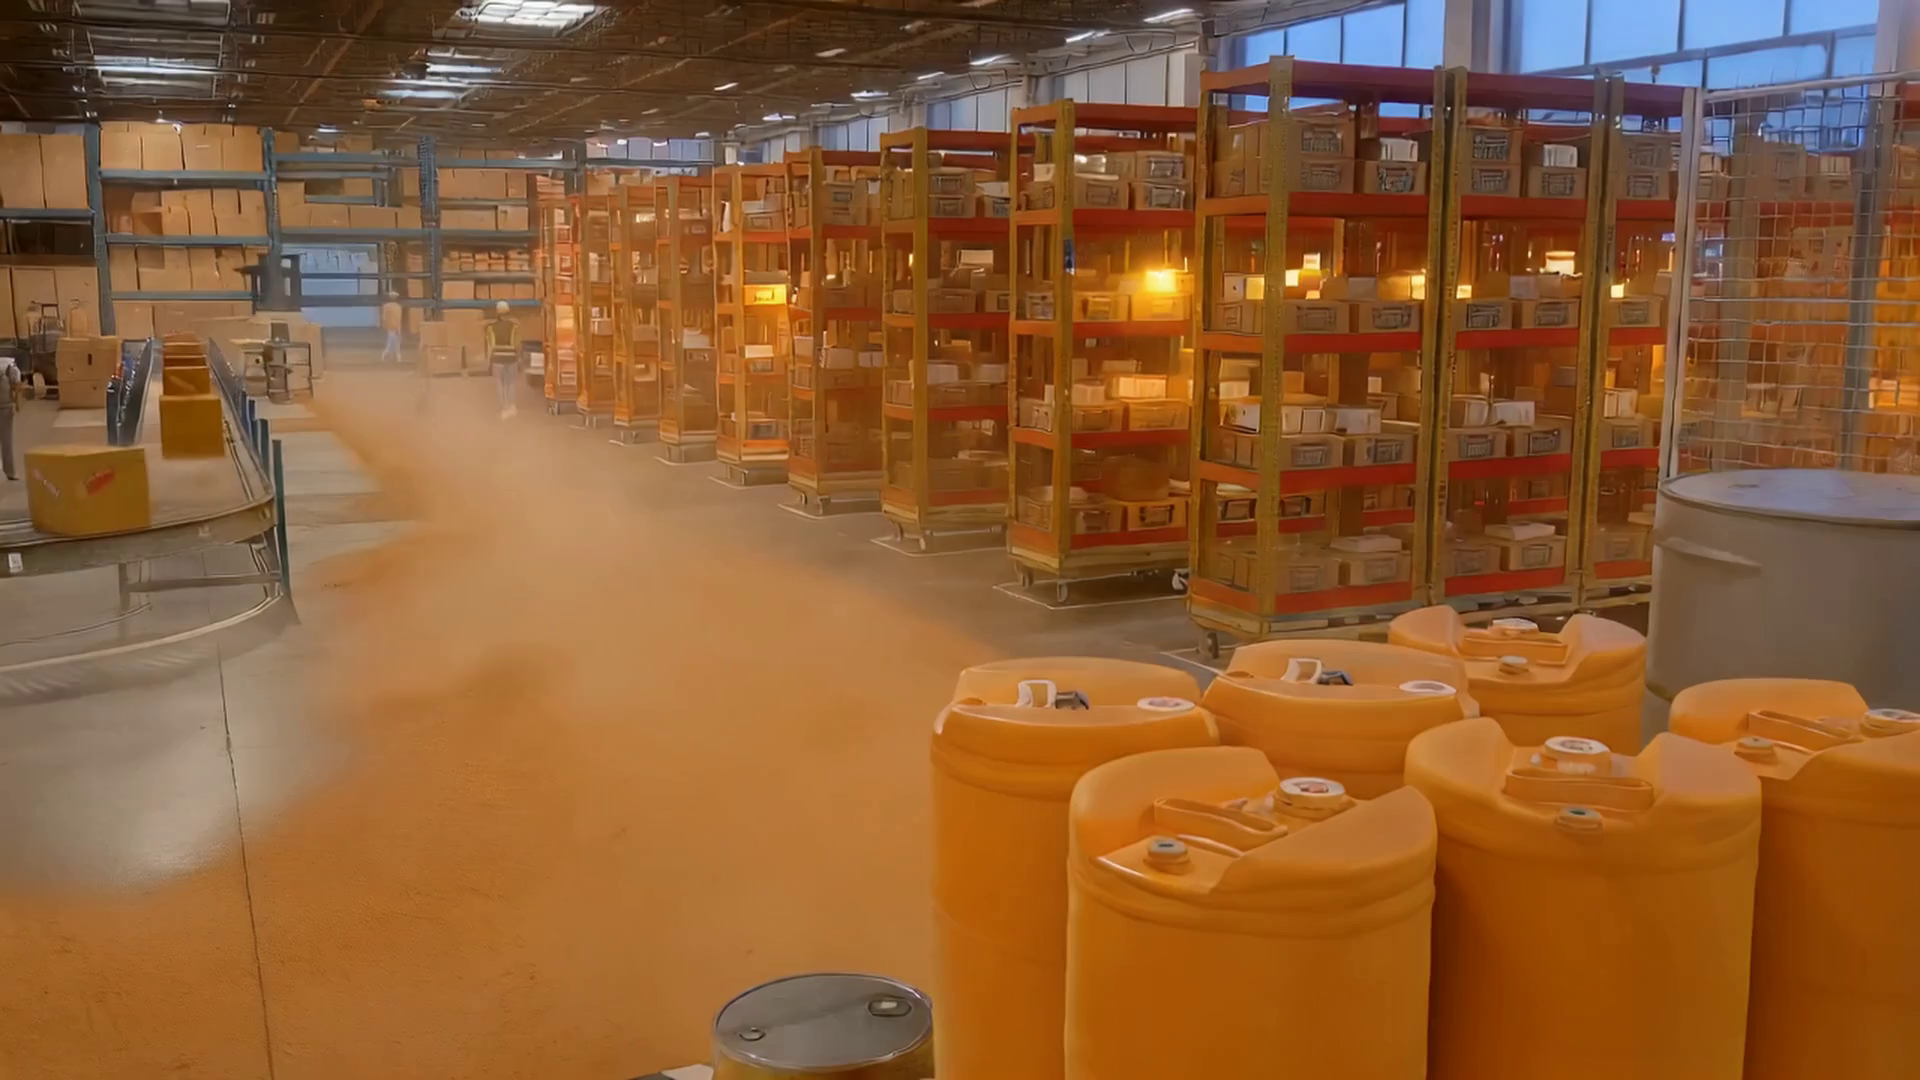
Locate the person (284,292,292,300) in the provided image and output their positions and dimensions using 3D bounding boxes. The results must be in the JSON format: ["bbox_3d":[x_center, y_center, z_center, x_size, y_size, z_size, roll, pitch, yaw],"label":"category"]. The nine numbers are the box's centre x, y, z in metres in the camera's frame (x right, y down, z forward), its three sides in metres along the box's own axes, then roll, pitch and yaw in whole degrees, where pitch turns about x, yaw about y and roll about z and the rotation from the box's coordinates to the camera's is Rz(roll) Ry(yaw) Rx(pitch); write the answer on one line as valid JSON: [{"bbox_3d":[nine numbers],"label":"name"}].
[{"bbox_3d":[-19.259,-6.197,47.777,0.601,1.831,0.404,5,10,29],"label":"person"}]

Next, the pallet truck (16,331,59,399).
[{"bbox_3d":[-17.082,-3.353,31.781,1.630,1.274,0.653,-4,10,-25],"label":"pallet truck"}]

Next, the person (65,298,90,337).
[{"bbox_3d":[-20.230,-4.635,38.135,0.403,1.824,0.591,4,10,25],"label":"person"}]

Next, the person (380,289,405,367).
[{"bbox_3d":[-14.485,-5.394,42.365,0.573,1.972,0.620,5,10,29],"label":"person"}]

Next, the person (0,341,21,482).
[{"bbox_3d":[-11.004,-1.516,18.970,0.523,1.760,0.328,-8,12,-42],"label":"person"}]

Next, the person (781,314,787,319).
[{"bbox_3d":[-3.540,-4.223,35.529,0.590,1.833,0.404,-1,9,-9],"label":"person"}]

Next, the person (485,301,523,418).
[{"bbox_3d":[-7.519,-2.970,27.461,0.607,1.932,0.438,-1,9,-8],"label":"person"}]

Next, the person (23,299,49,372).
[{"bbox_3d":[-22.325,-4.946,40.230,0.528,1.766,0.325,-3,10,-17],"label":"person"}]

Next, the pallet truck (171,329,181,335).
[{"bbox_3d":[-17.275,-3.851,35.096,1.601,1.201,0.680,0,9,1],"label":"pallet truck"}]

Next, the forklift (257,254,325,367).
[{"bbox_3d":[-16.221,-5.435,39.807,1.129,2.768,1.873,1,9,8],"label":"forklift"}]
